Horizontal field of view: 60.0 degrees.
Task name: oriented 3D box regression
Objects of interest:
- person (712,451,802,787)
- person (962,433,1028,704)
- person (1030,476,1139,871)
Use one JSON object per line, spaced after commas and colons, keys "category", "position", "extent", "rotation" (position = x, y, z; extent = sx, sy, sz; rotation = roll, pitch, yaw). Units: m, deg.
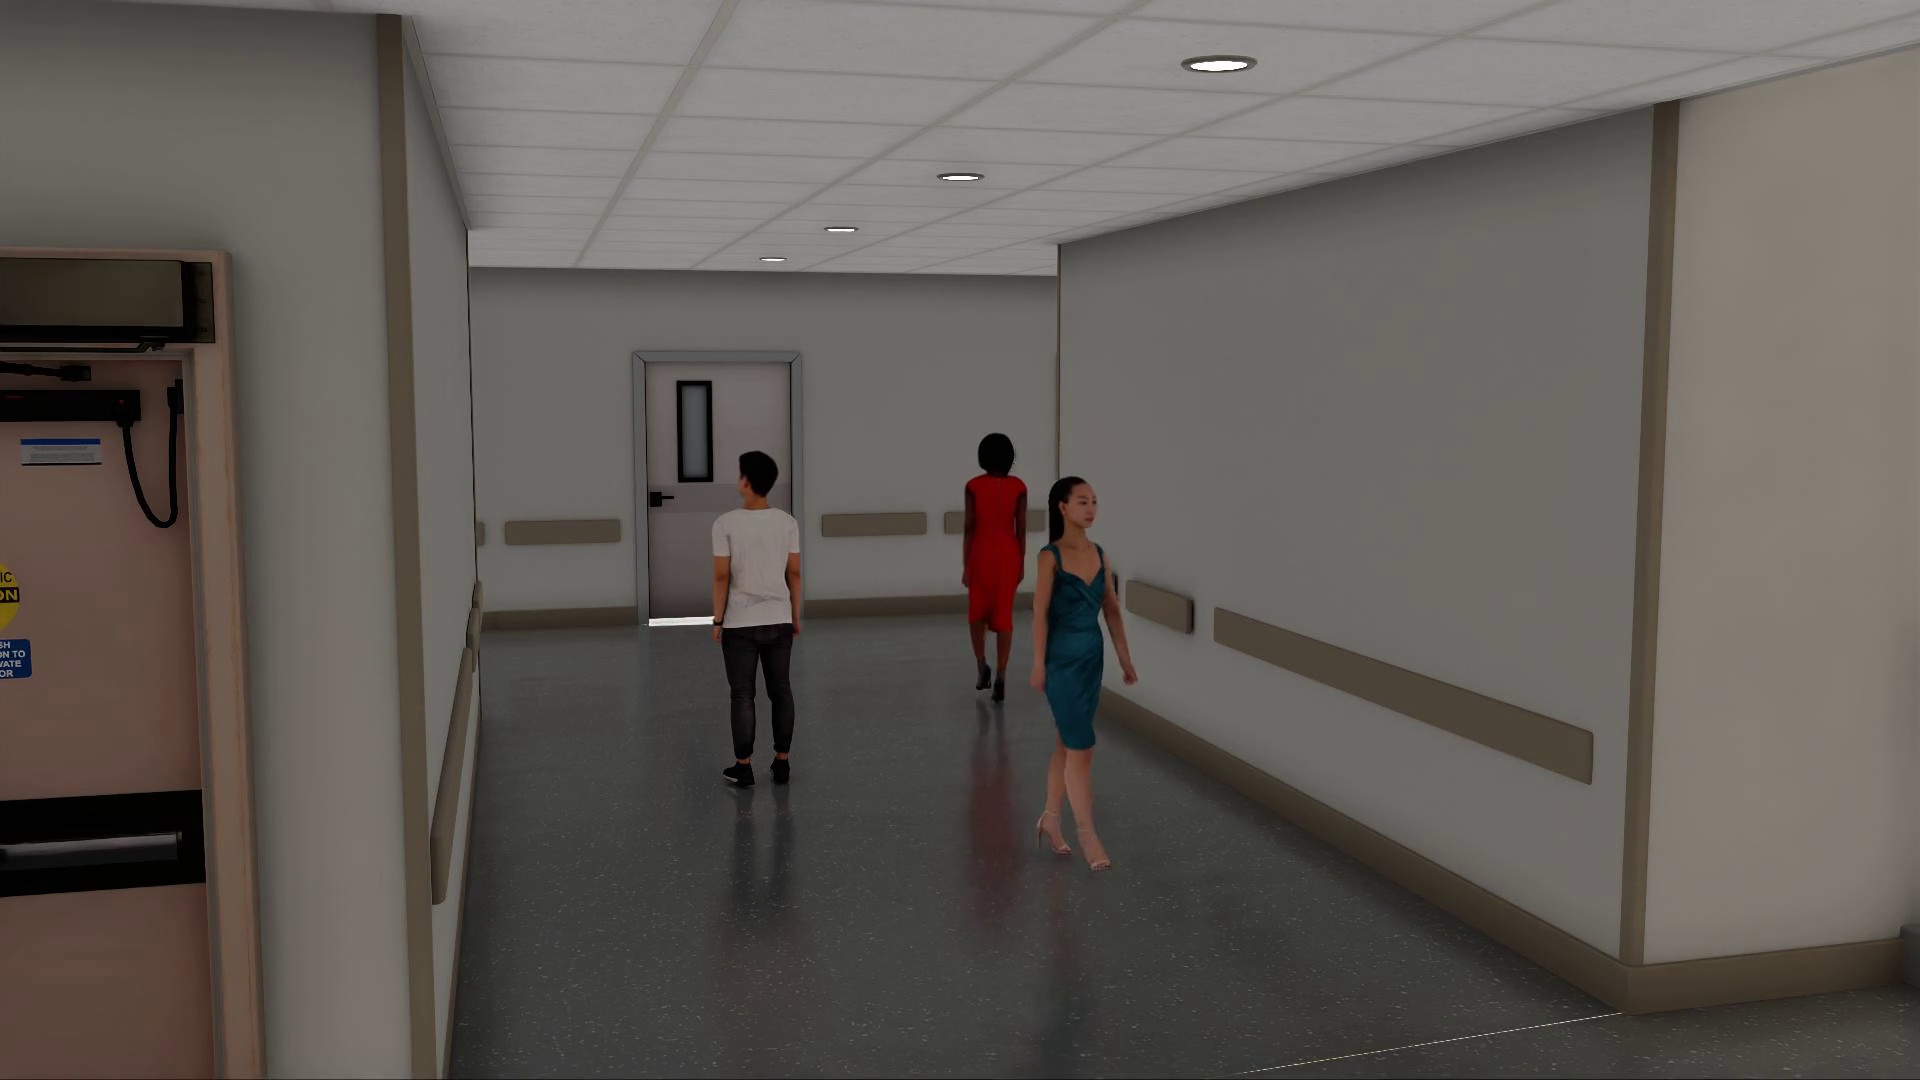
{"category": "person", "position": [-1.052, 0.392, 8.607], "extent": [0.516, 1.721, 0.716], "rotation": [-2, 6, -23]}
{"category": "person", "position": [0.233, 0.192, 10.695], "extent": [0.630, 1.734, 0.701], "rotation": [0, 6, -4]}
{"category": "person", "position": [0.440, 0.568, 7.283], "extent": [0.810, 1.668, 0.815], "rotation": [-5, 8, -40]}
